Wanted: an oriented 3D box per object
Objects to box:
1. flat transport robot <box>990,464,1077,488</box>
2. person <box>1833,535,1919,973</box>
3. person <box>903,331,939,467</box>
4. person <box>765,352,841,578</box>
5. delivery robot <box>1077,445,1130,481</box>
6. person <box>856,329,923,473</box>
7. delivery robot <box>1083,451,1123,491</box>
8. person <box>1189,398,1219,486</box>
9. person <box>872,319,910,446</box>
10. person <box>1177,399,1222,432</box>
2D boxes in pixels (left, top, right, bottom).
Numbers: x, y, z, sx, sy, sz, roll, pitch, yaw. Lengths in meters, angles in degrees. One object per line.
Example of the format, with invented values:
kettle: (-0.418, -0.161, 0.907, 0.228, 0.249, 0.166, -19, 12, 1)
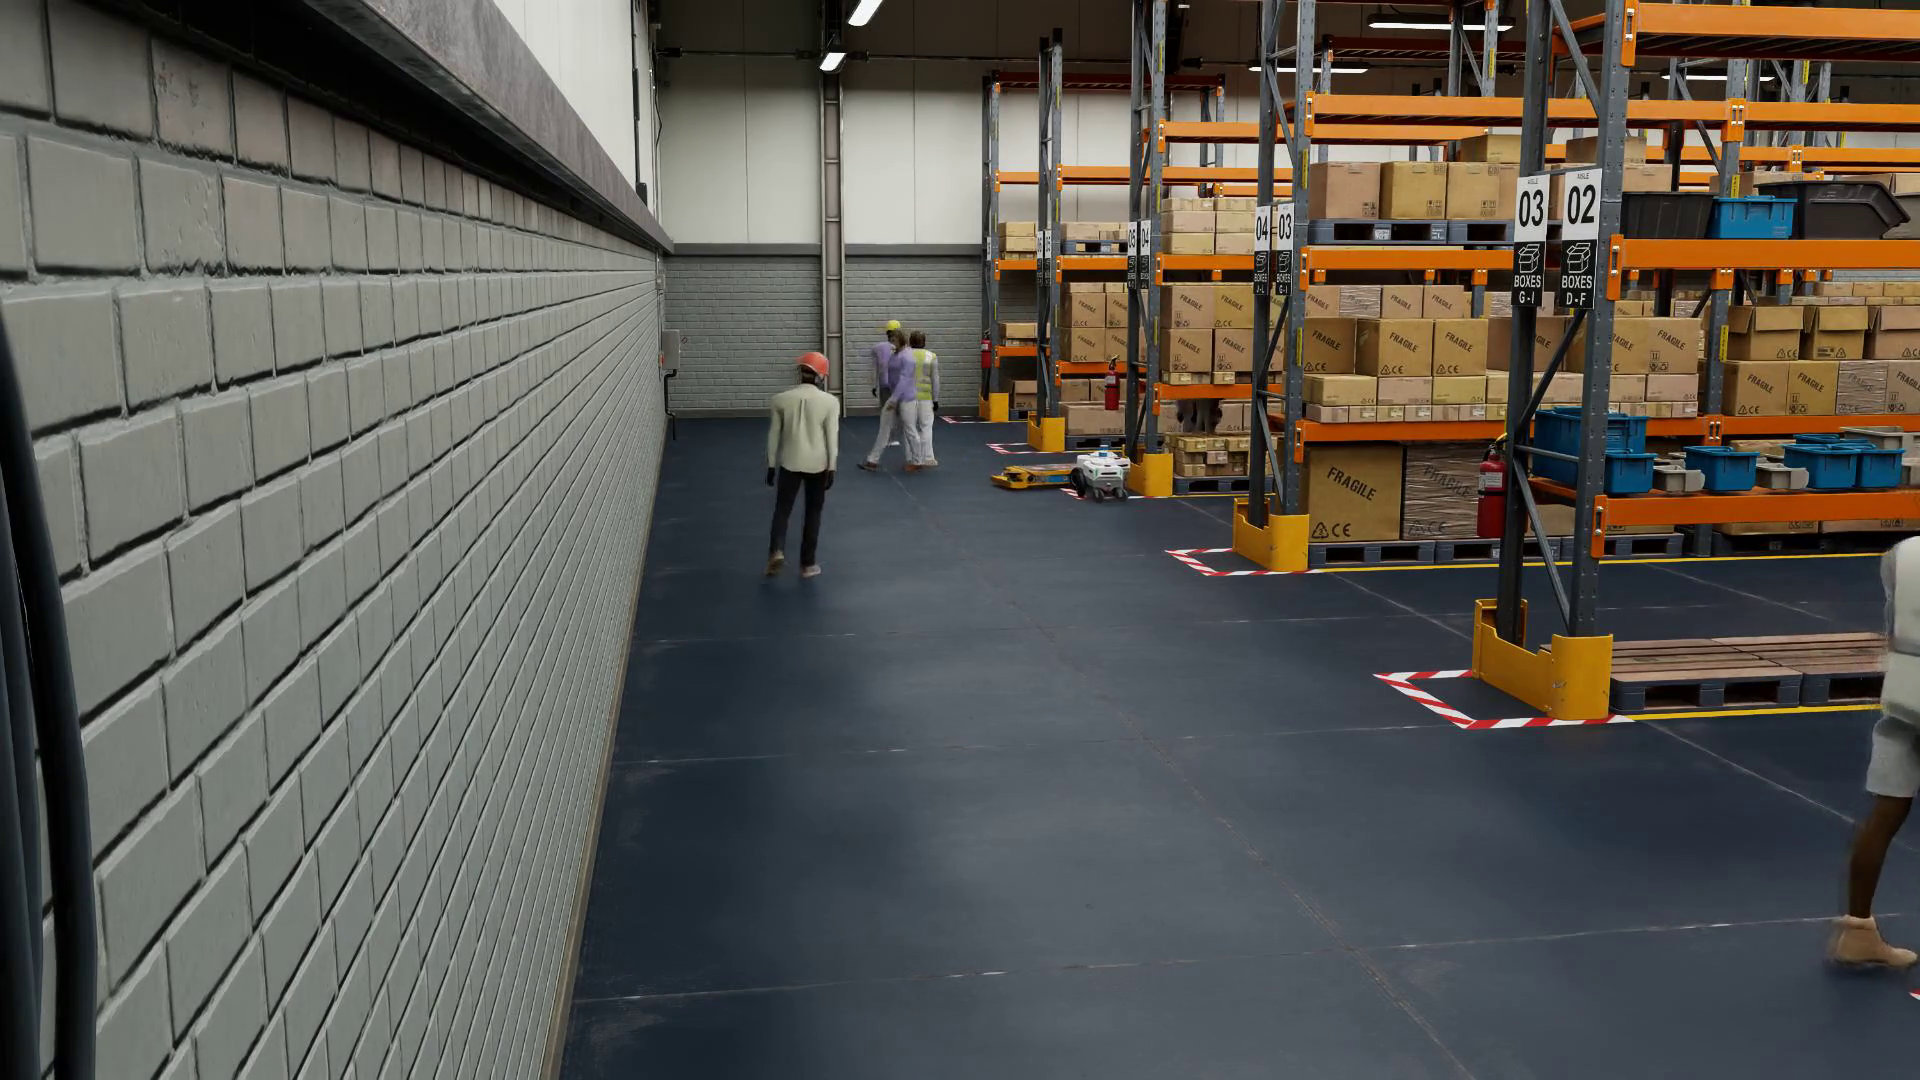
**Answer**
flat transport robot: (1.155, -0.803, 20.541, 1.431, 0.197, 0.652, -4, 10, -22)
person: (3.752, 0.647, 6.319, 0.970, 1.983, 0.633, -3, 10, -19)
person: (-0.573, -1.911, 22.547, 0.624, 1.844, 0.430, 3, 10, 16)
person: (-1.359, -0.629, 14.297, 0.637, 1.960, 0.776, 1, 9, 9)
delivery robot: (1.724, -0.896, 19.954, 0.477, 0.478, 0.707, -6, 11, -33)
person: (-0.882, -1.791, 21.630, 0.923, 1.893, 0.635, -6, 11, -33)
delivery robot: (1.653, -0.783, 19.261, 0.477, 0.478, 0.707, -1, 9, -7)
person: (2.993, -1.578, 20.508, 0.482, 1.854, 0.517, -4, 10, -22)
person: (-1.025, -2.363, 25.094, 0.613, 1.913, 0.414, 1, 9, 7)
person: (3.086, -1.661, 21.174, 0.818, 1.824, 0.657, 5, 11, 29)
